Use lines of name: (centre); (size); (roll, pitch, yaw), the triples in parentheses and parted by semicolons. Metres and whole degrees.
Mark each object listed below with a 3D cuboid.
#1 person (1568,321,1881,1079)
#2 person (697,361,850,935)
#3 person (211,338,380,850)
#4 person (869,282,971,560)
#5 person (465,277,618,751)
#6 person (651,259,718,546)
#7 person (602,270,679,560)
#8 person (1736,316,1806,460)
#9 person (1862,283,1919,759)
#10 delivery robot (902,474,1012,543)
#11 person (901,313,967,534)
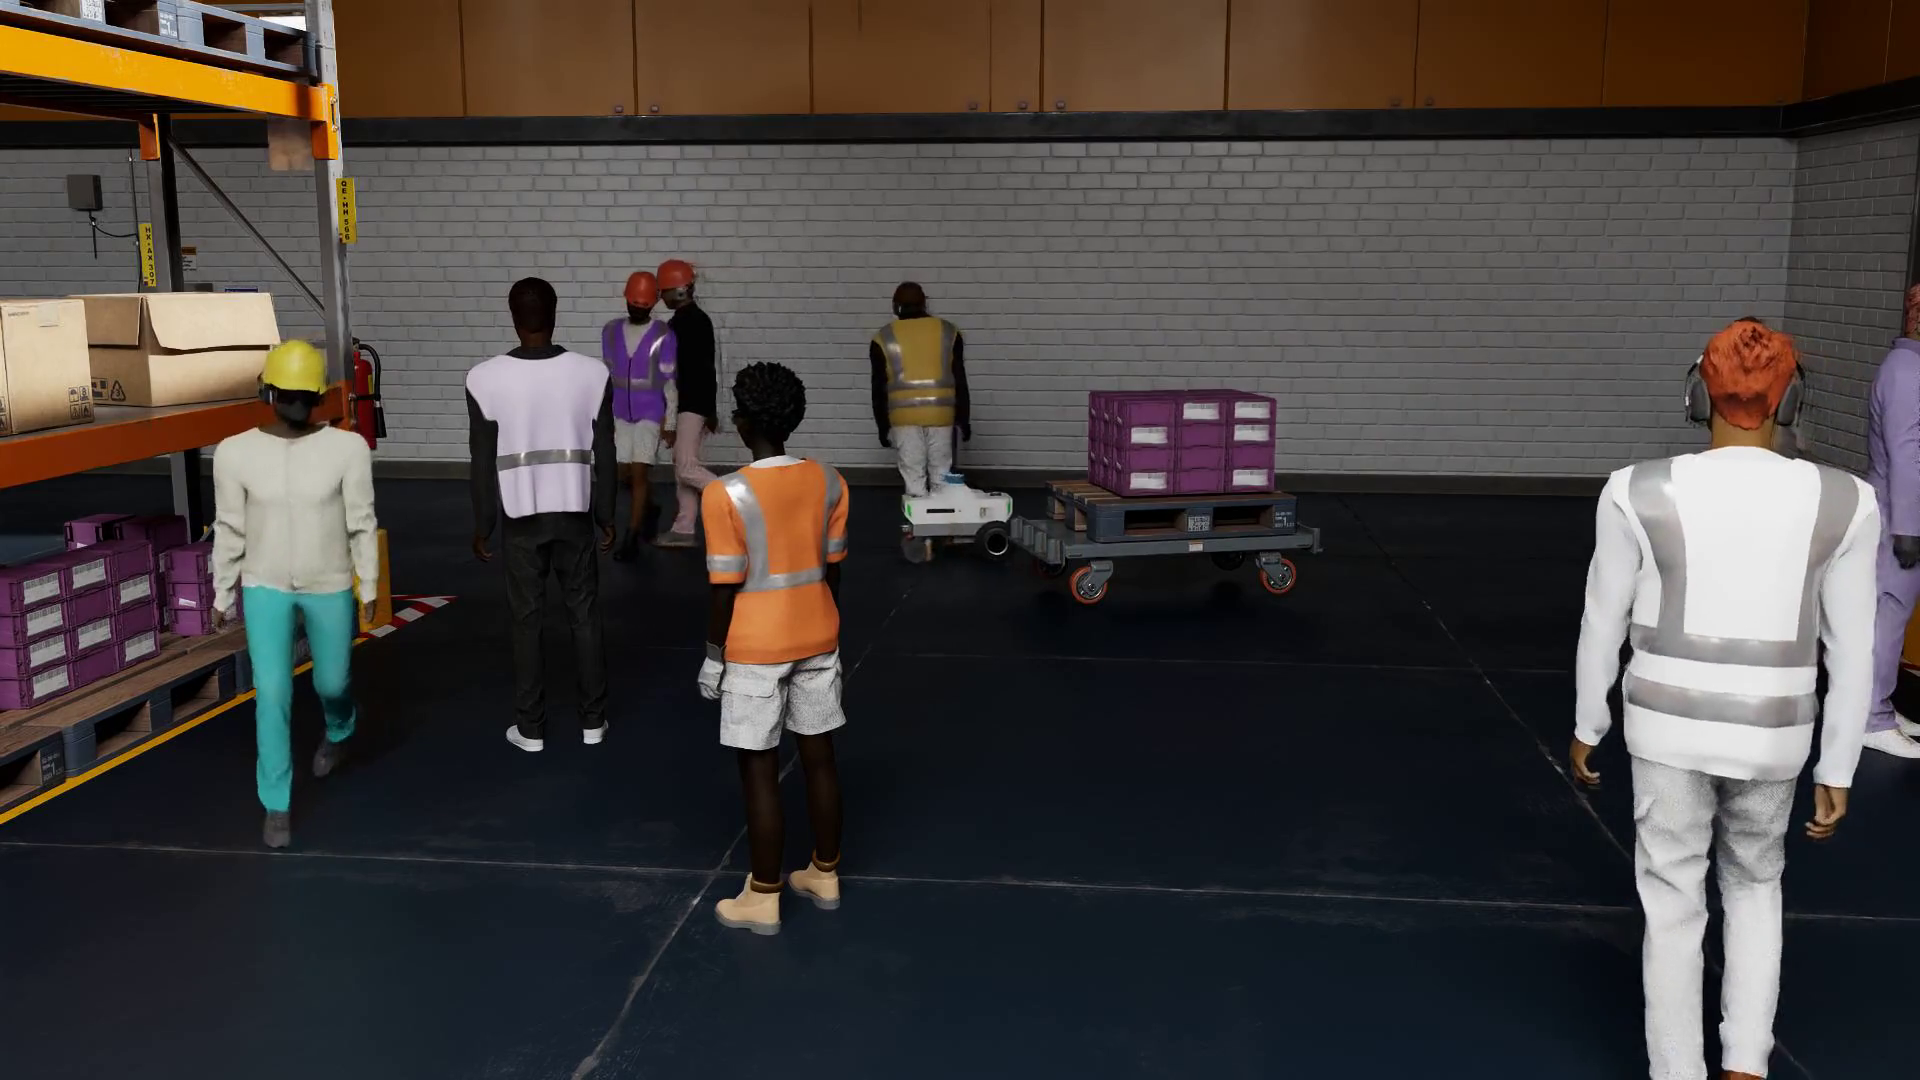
person: (1.675, 0.452, 3.715); (0.572, 1.866, 0.449); (2, 10, 12)
person: (-0.552, 0.321, 4.955); (0.320, 1.697, 0.531); (9, 14, 43)
person: (-2.343, 0.145, 5.883); (0.556, 1.734, 0.728); (-3, 10, -19)
person: (-0.276, -0.776, 10.934); (0.664, 1.810, 0.530); (-3, 10, -15)
person: (-1.672, -0.095, 6.721); (0.587, 1.914, 0.392); (-4, 11, -23)
person: (-1.713, -0.884, 11.119); (0.785, 1.962, 0.638); (1, 10, 7)
person: (-2.100, -0.828, 10.975); (0.598, 1.889, 0.590); (3, 10, 15)
person: (4.943, -0.576, 10.318); (0.563, 1.605, 0.409); (-1, 10, -7)
person: (3.862, -0.094, 6.733); (0.400, 1.910, 0.643); (6, 12, 31)
delivery robot: (-0.025, -0.189, 10.877); (0.707, 0.478, 0.477); (-1, 10, -7)
person: (-0.188, -0.824, 11.789); (0.545, 1.599, 0.427); (2, 10, 12)
